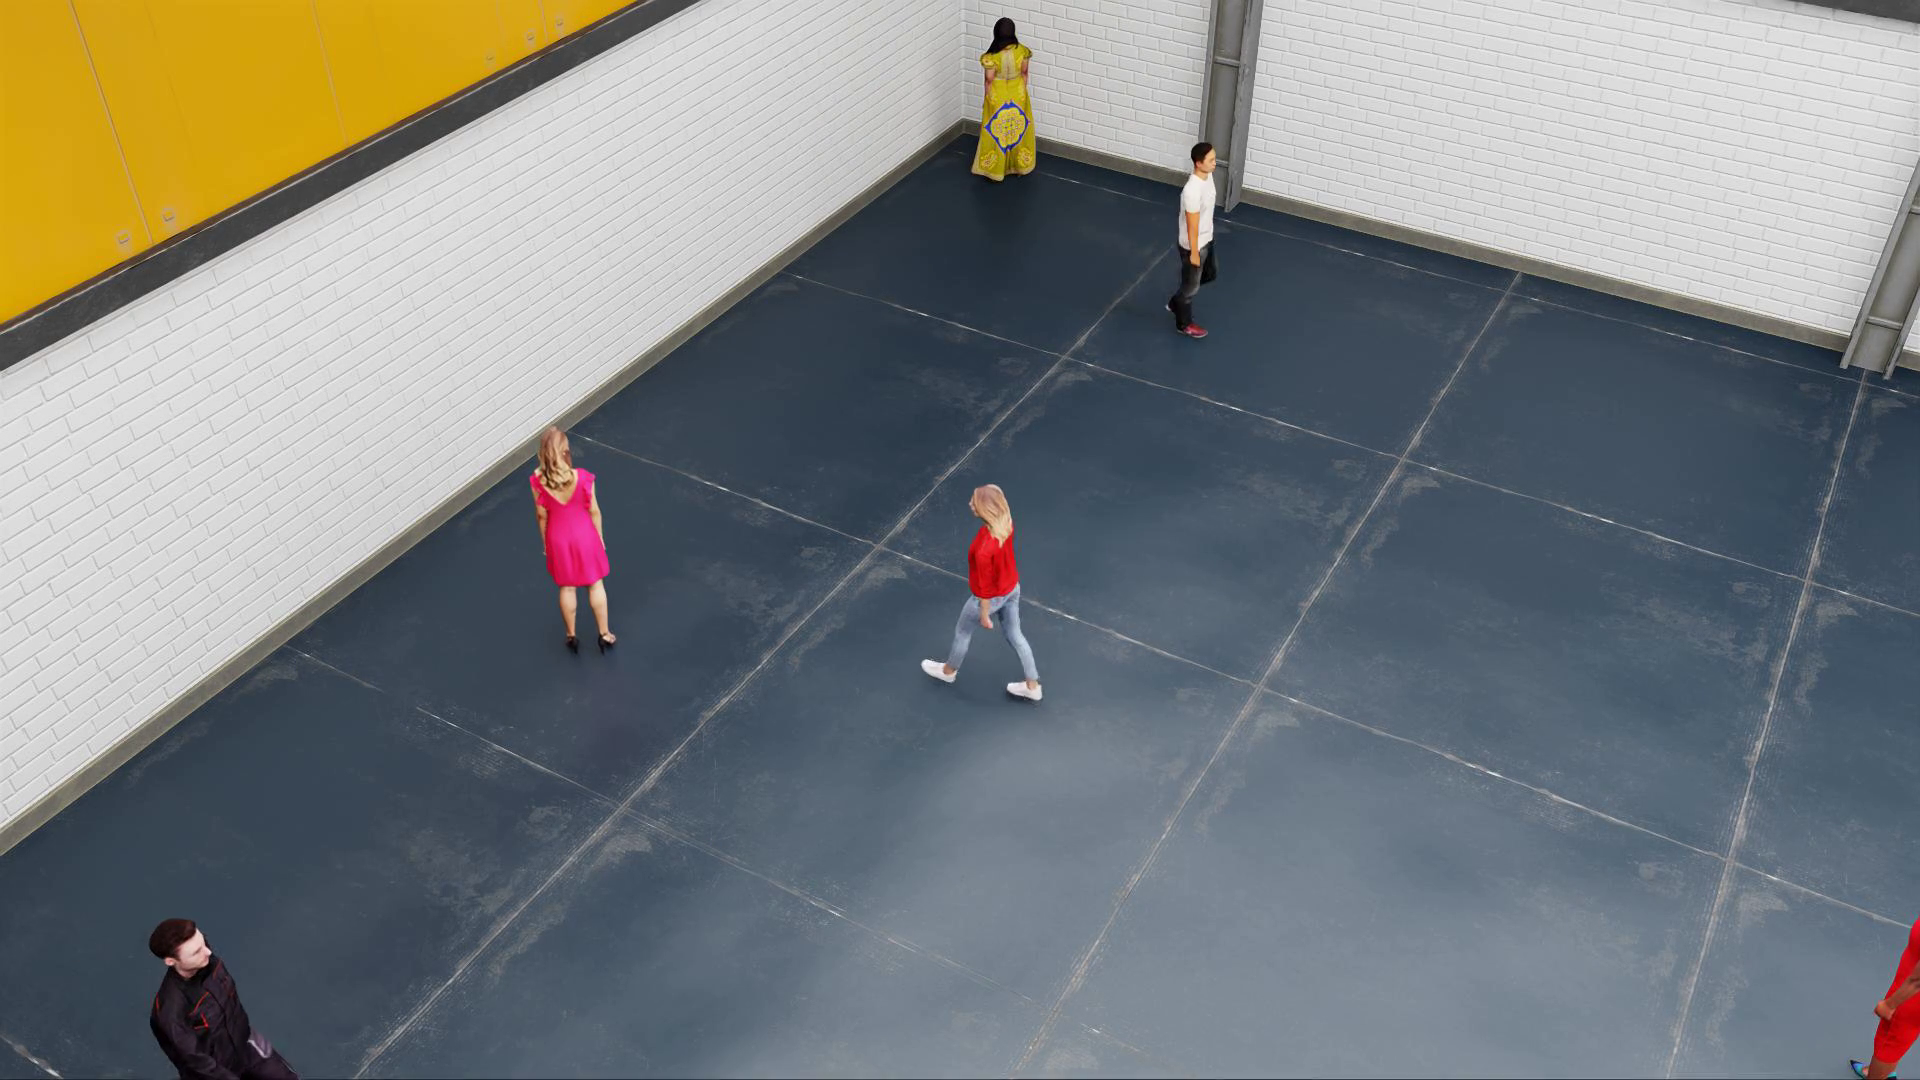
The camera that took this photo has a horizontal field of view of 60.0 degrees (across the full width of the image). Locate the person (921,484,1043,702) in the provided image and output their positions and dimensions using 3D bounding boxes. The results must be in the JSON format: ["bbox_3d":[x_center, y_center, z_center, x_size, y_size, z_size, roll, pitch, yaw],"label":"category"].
[{"bbox_3d":[0.284,0.366,10.538,1.044,1.664,0.626,18,42,21],"label":"person"}]

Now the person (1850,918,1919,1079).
[{"bbox_3d":[4.710,2.210,8.167,0.627,1.743,0.600,-28,47,-31],"label":"person"}]

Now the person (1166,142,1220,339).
[{"bbox_3d":[1.922,-2.553,14.088,0.686,1.796,0.706,14,41,17],"label":"person"}]

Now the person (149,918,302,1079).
[{"bbox_3d":[-3.546,2.444,7.778,1.290,1.862,1.064,1,39,1],"label":"person"}]

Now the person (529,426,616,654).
[{"bbox_3d":[-2.544,0.025,10.923,0.646,1.716,0.730,-3,39,-3],"label":"person"}]

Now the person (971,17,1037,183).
[{"bbox_3d":[0.451,-4.365,16.465,1.000,1.660,1.036,-14,41,-16],"label":"person"}]
